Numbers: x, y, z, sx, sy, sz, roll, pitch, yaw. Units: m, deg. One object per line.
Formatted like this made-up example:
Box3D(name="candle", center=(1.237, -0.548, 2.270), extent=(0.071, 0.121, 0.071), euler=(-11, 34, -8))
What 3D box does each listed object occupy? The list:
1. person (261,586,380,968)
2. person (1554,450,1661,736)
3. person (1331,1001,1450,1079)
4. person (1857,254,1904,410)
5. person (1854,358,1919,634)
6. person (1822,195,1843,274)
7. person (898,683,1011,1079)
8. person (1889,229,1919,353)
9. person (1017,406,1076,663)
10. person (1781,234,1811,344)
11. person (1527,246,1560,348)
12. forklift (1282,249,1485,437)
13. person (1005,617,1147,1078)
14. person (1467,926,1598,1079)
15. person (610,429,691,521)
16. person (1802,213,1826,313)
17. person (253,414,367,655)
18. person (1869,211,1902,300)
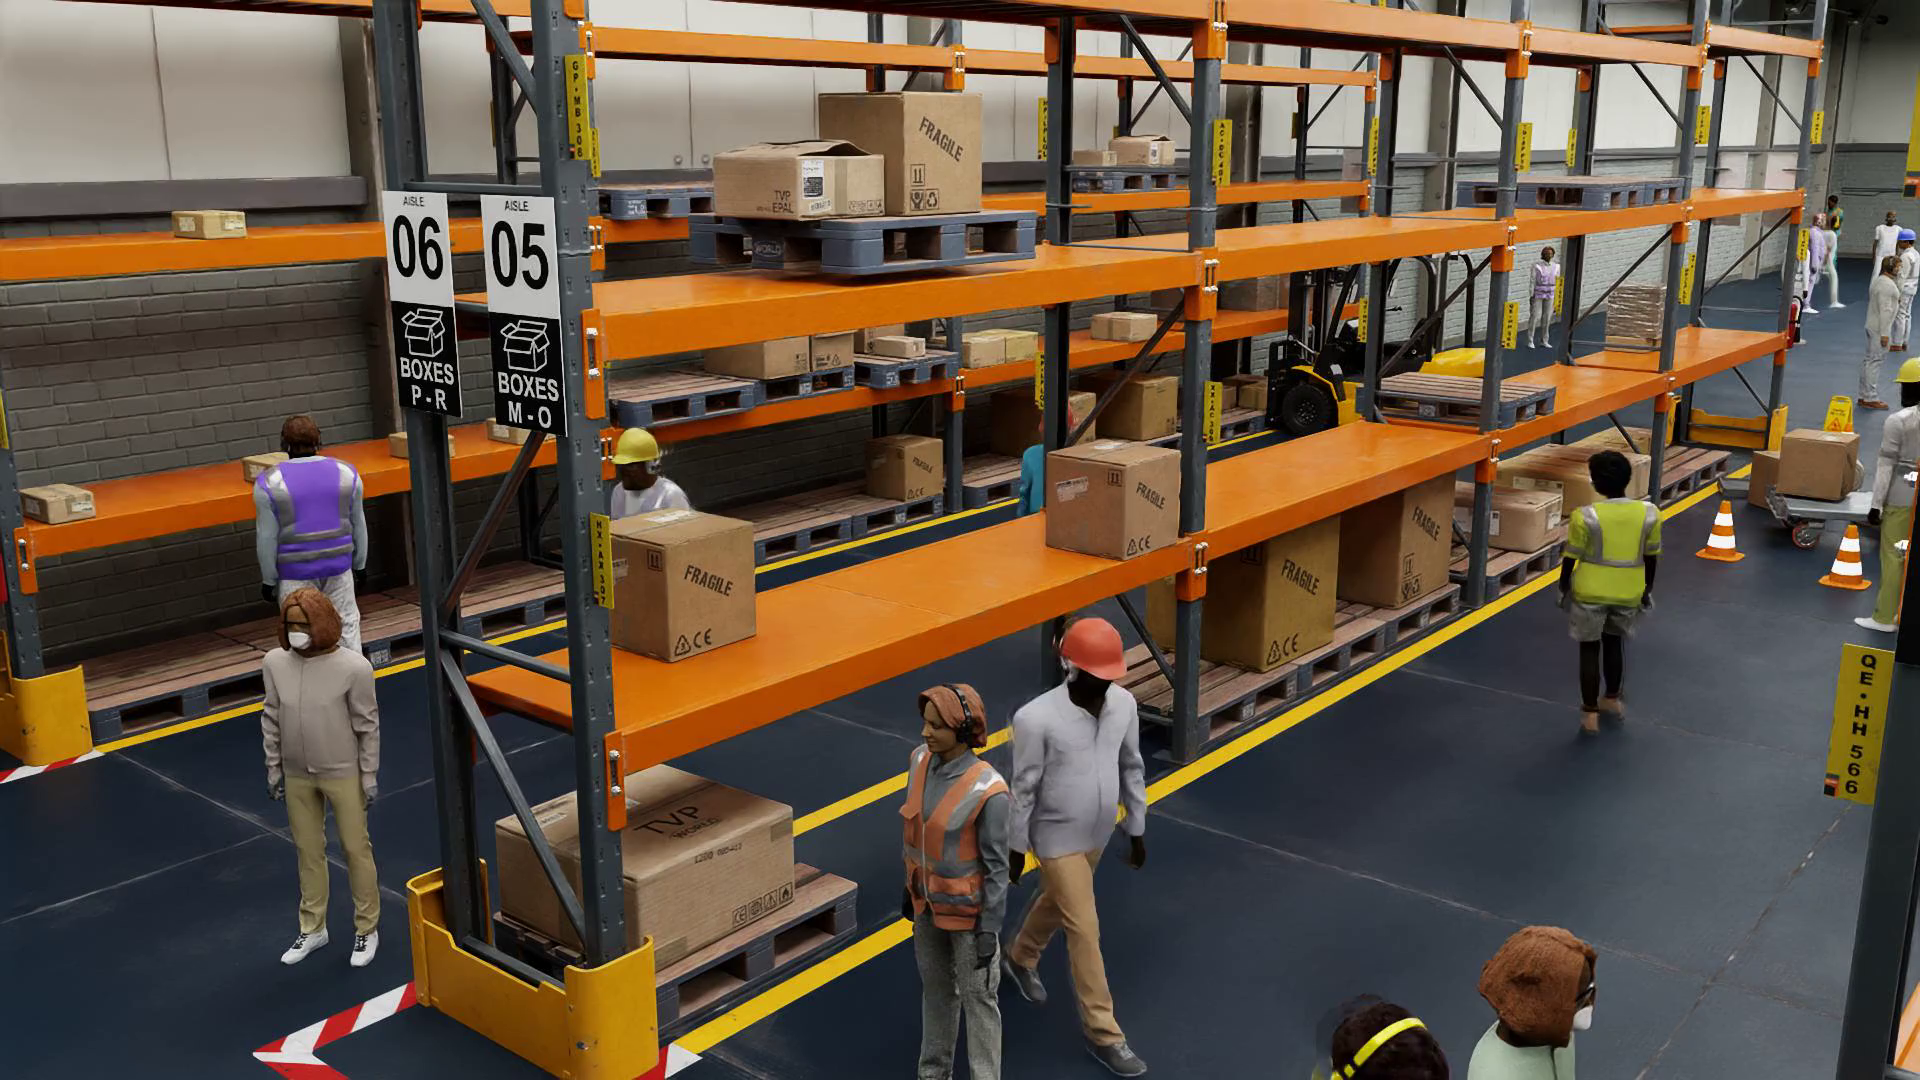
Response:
Box3D(name="person", center=(-2.647, 0.983, 6.908), extent=(0.497, 1.632, 0.282), euler=(2, 14, 7))
Box3D(name="person", center=(3.714, 0.282, 9.662), extent=(0.558, 1.667, 0.598), euler=(0, 14, -1))
Box3D(name="person", center=(0.729, 1.772, 3.345), extent=(0.596, 1.802, 0.986), euler=(-8, 16, -31))
Box3D(name="person", center=(11.602, -2.622, 20.953), extent=(0.371, 1.941, 0.627), euler=(5, 15, 19))
Box3D(name="person", center=(6.582, -0.308, 11.580), extent=(0.590, 1.917, 0.400), euler=(-4, 14, -17))
Box3D(name="person", center=(21.353, -7.475, 40.767), extent=(0.391, 1.914, 0.587), euler=(-1, 14, -5))
Box3D(name="person", center=(-0.023, 1.272, 5.718), extent=(0.308, 1.640, 0.511), euler=(-11, 18, -39))
Box3D(name="person", center=(14.908, -3.935, 26.307), extent=(0.414, 1.940, 0.611), euler=(13, 19, 41))
Box3D(name="person", center=(0.641, -0.059, 10.917), extent=(0.580, 1.740, 0.463), euler=(9, 16, 31))
Box3D(name="person", center=(13.744, -4.166, 27.354), extent=(0.341, 1.882, 0.587), euler=(-2, 14, -10))
Box3D(name="person", center=(9.407, -3.912, 26.819), extent=(0.512, 1.642, 0.311), euler=(-2, 14, -9))
Box3D(name="forklift", center=(4.886, -2.214, 18.767), extent=(2.313, 2.155, 1.214), euler=(11, 18, 38))
Box3D(name="person", center=(0.436, 1.090, 6.358), extent=(0.569, 1.698, 0.933), euler=(-10, 17, -36))
Box3D(name="person", center=(1.345, 1.686, 4.060), extent=(0.277, 1.626, 0.502), euler=(11, 18, 38))
Box3D(name="person", center=(-1.823, 0.278, 9.416), extent=(0.608, 1.805, 0.724), euler=(9, 16, 33))
Box3D(name="person", center=(16.455, -5.331, 32.067), extent=(0.399, 1.902, 0.640), euler=(4, 14, 17))
Box3D(name="person", center=(-3.796, 0.175, 9.767), extent=(0.633, 1.841, 0.429), euler=(-11, 17, -37))
Box3D(name="person", center=(19.094, -5.854, 34.308), extent=(0.506, 1.847, 0.350), euler=(3, 14, 12))
